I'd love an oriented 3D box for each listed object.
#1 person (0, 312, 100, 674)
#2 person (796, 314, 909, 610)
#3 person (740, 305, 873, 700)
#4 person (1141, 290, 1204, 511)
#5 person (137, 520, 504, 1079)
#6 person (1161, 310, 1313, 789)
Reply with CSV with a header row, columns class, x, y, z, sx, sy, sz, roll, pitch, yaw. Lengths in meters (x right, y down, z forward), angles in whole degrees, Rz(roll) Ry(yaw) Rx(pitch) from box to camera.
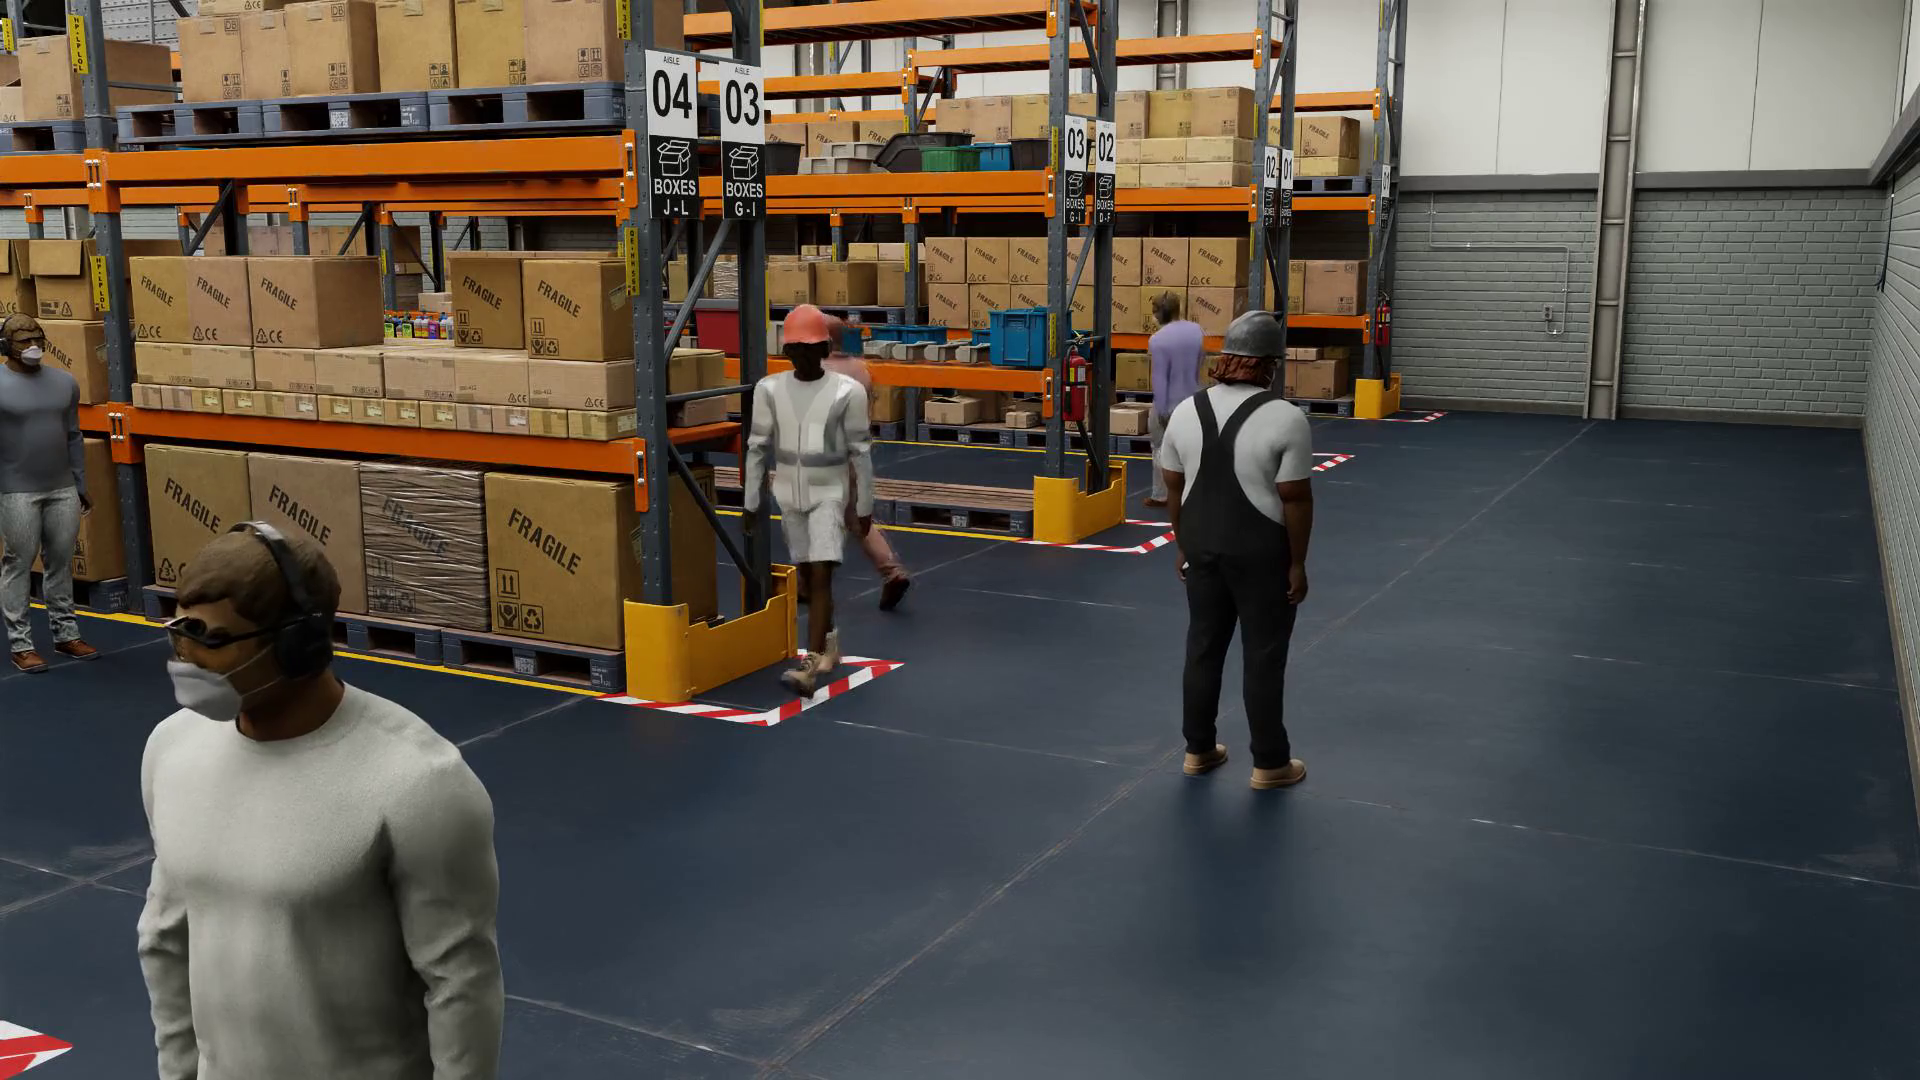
class,x,y,z,sx,sy,sz,roll,pitch,yaw
person,-5.026,-0.261,9.045,0.362,1.939,0.636,5,12,27
person,-0.735,-0.482,10.457,0.912,1.874,0.652,7,13,34
person,-0.810,-0.197,8.545,0.631,1.990,1.039,3,11,18
person,1.853,-1.140,13.951,0.647,1.903,0.884,-7,13,-34
person,-1.008,0.918,2.622,0.635,1.936,0.352,4,11,21
person,1.236,0.032,7.171,0.684,2.000,0.535,9,14,40
